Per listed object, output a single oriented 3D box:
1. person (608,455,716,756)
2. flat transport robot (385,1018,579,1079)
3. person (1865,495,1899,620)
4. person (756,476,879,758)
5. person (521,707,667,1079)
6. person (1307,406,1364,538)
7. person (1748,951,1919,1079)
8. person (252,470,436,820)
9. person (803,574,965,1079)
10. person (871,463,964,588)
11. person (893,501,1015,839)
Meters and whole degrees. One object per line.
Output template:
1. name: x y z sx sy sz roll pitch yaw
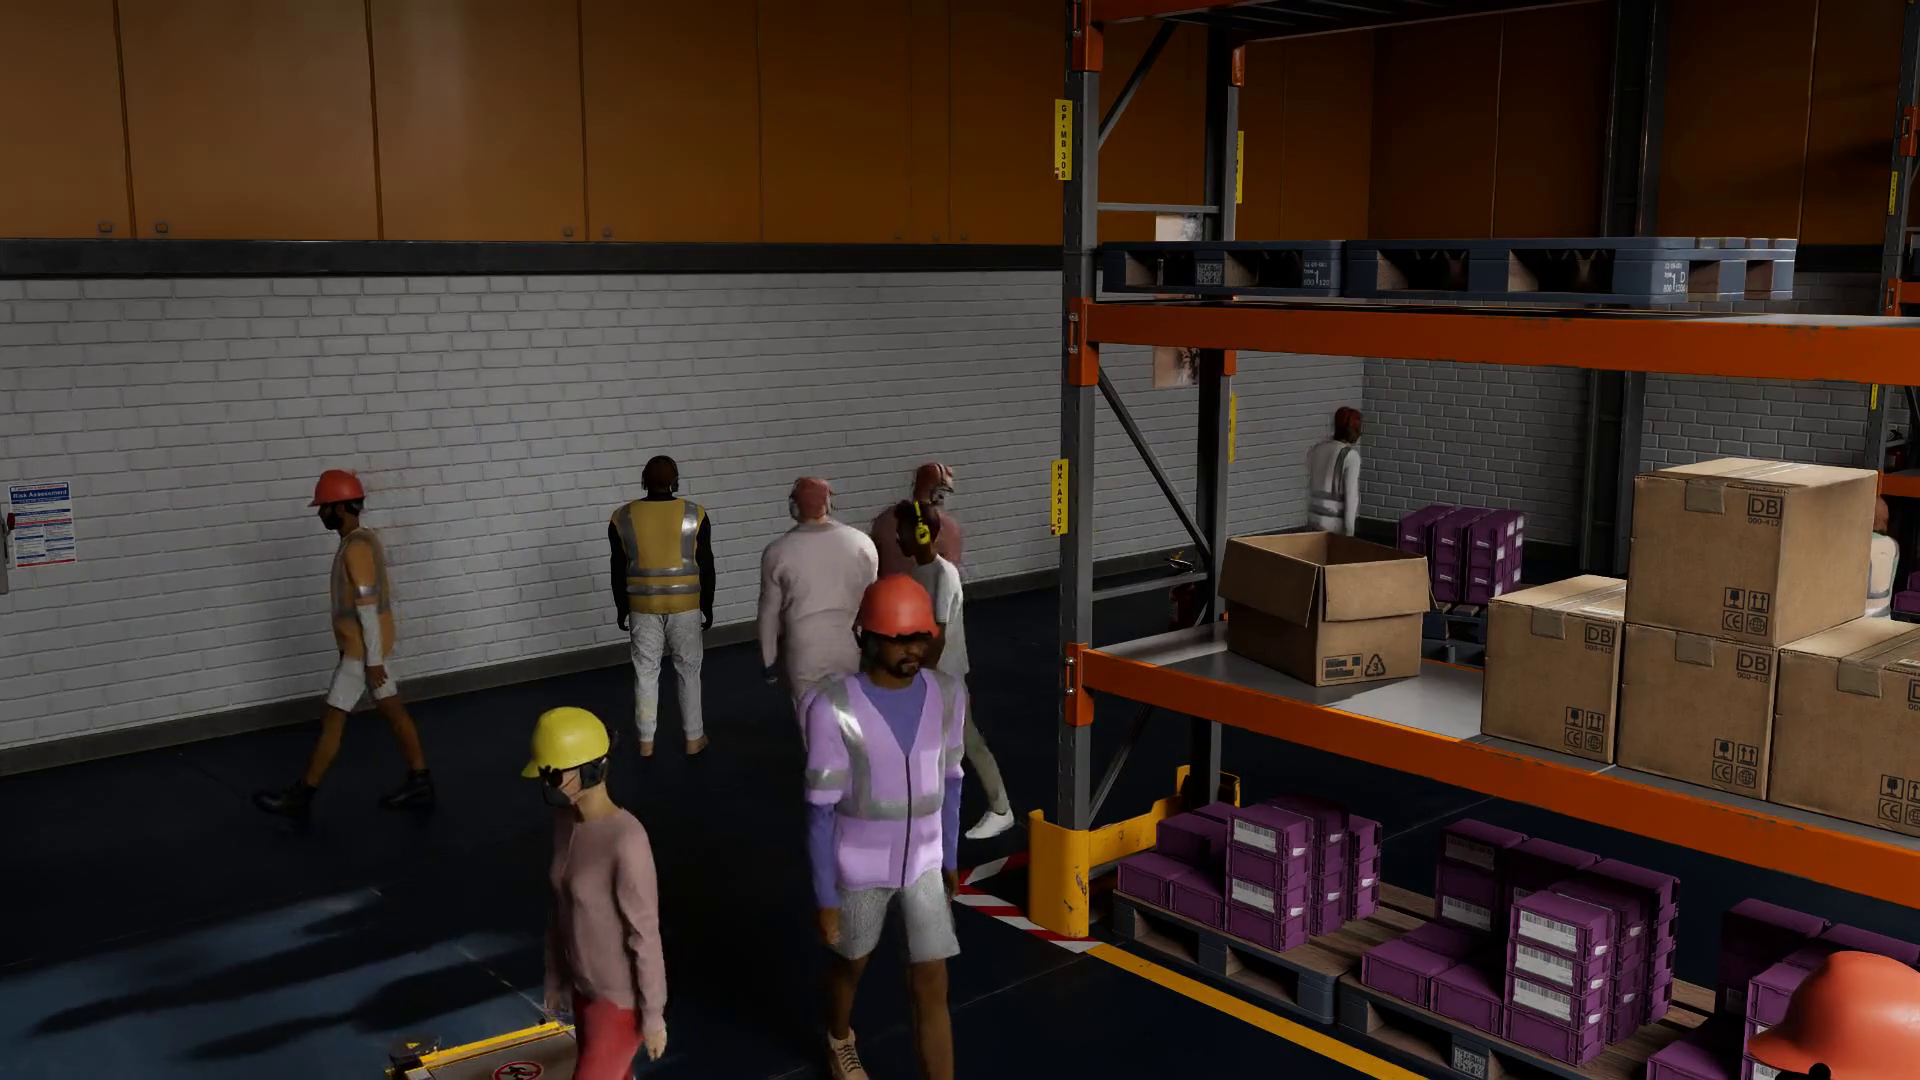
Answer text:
1. person: -1.797 0.401 10.114 0.626 1.844 0.429 -1 10 -6
2. flat transport robot: -1.402 1.961 5.571 0.652 0.197 1.431 -6 12 -33
3. person: 5.372 0.534 9.930 0.523 1.638 0.310 -6 11 -30
4. person: -0.777 0.587 8.903 0.650 1.878 0.719 -4 11 -23
5. person: -1.073 1.339 4.888 0.444 1.742 0.541 -7 12 -35
6. person: 2.938 -0.123 13.105 0.536 1.865 0.666 -6 11 -31
7. person: 1.441 1.609 2.756 0.360 1.939 0.543 2 10 11
8. person: -3.352 0.570 8.988 0.982 1.884 0.550 -3 10 -15
9. person: -0.227 1.094 5.637 0.629 1.987 1.037 -5 11 -27
10. person: -0.273 0.467 9.750 0.722 1.841 0.968 6 11 31
11. person: -0.132 0.698 8.498 0.998 1.809 0.486 -5 11 -28
